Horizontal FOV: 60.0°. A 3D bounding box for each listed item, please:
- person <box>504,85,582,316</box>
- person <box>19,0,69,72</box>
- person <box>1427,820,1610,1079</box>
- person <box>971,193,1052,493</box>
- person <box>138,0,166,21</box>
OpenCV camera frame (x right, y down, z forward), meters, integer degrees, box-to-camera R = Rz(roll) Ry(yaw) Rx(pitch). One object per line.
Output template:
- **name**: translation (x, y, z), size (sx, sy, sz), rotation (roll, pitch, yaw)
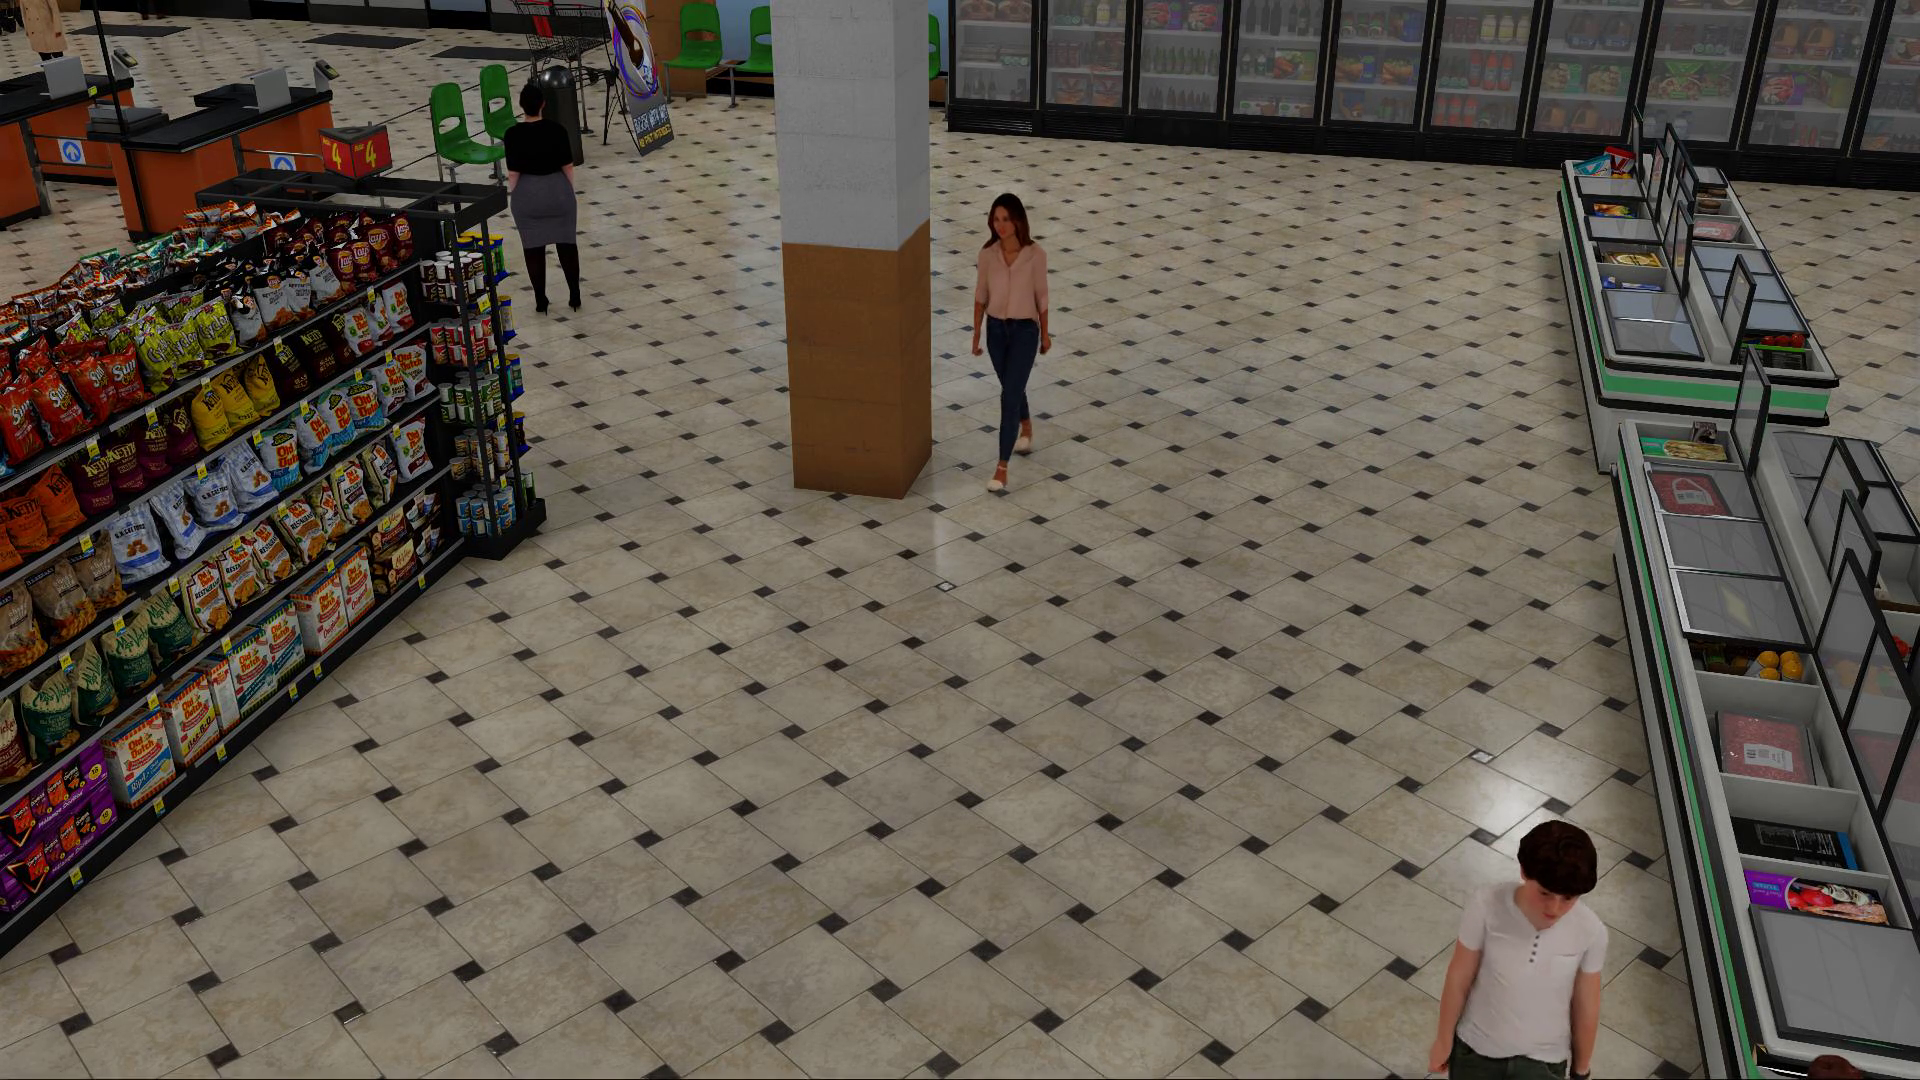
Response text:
- **person**: translation (-3.197, -2.607, 12.792), size (0.775, 1.760, 0.802), rotation (-8, 28, -16)
- **person**: translation (-10.784, -6.015, 19.598), size (0.648, 1.680, 0.517), rotation (6, 28, 12)
- **person**: translation (1.623, 1.457, 4.918), size (0.691, 1.633, 1.046), rotation (10, 28, 19)
- **person**: translation (0.339, -1.246, 10.136), size (0.686, 1.733, 1.183), rotation (9, 28, 17)
- **person**: translation (-12.189, -8.648, 24.744), size (0.710, 1.723, 0.724), rotation (-9, 28, -17)
